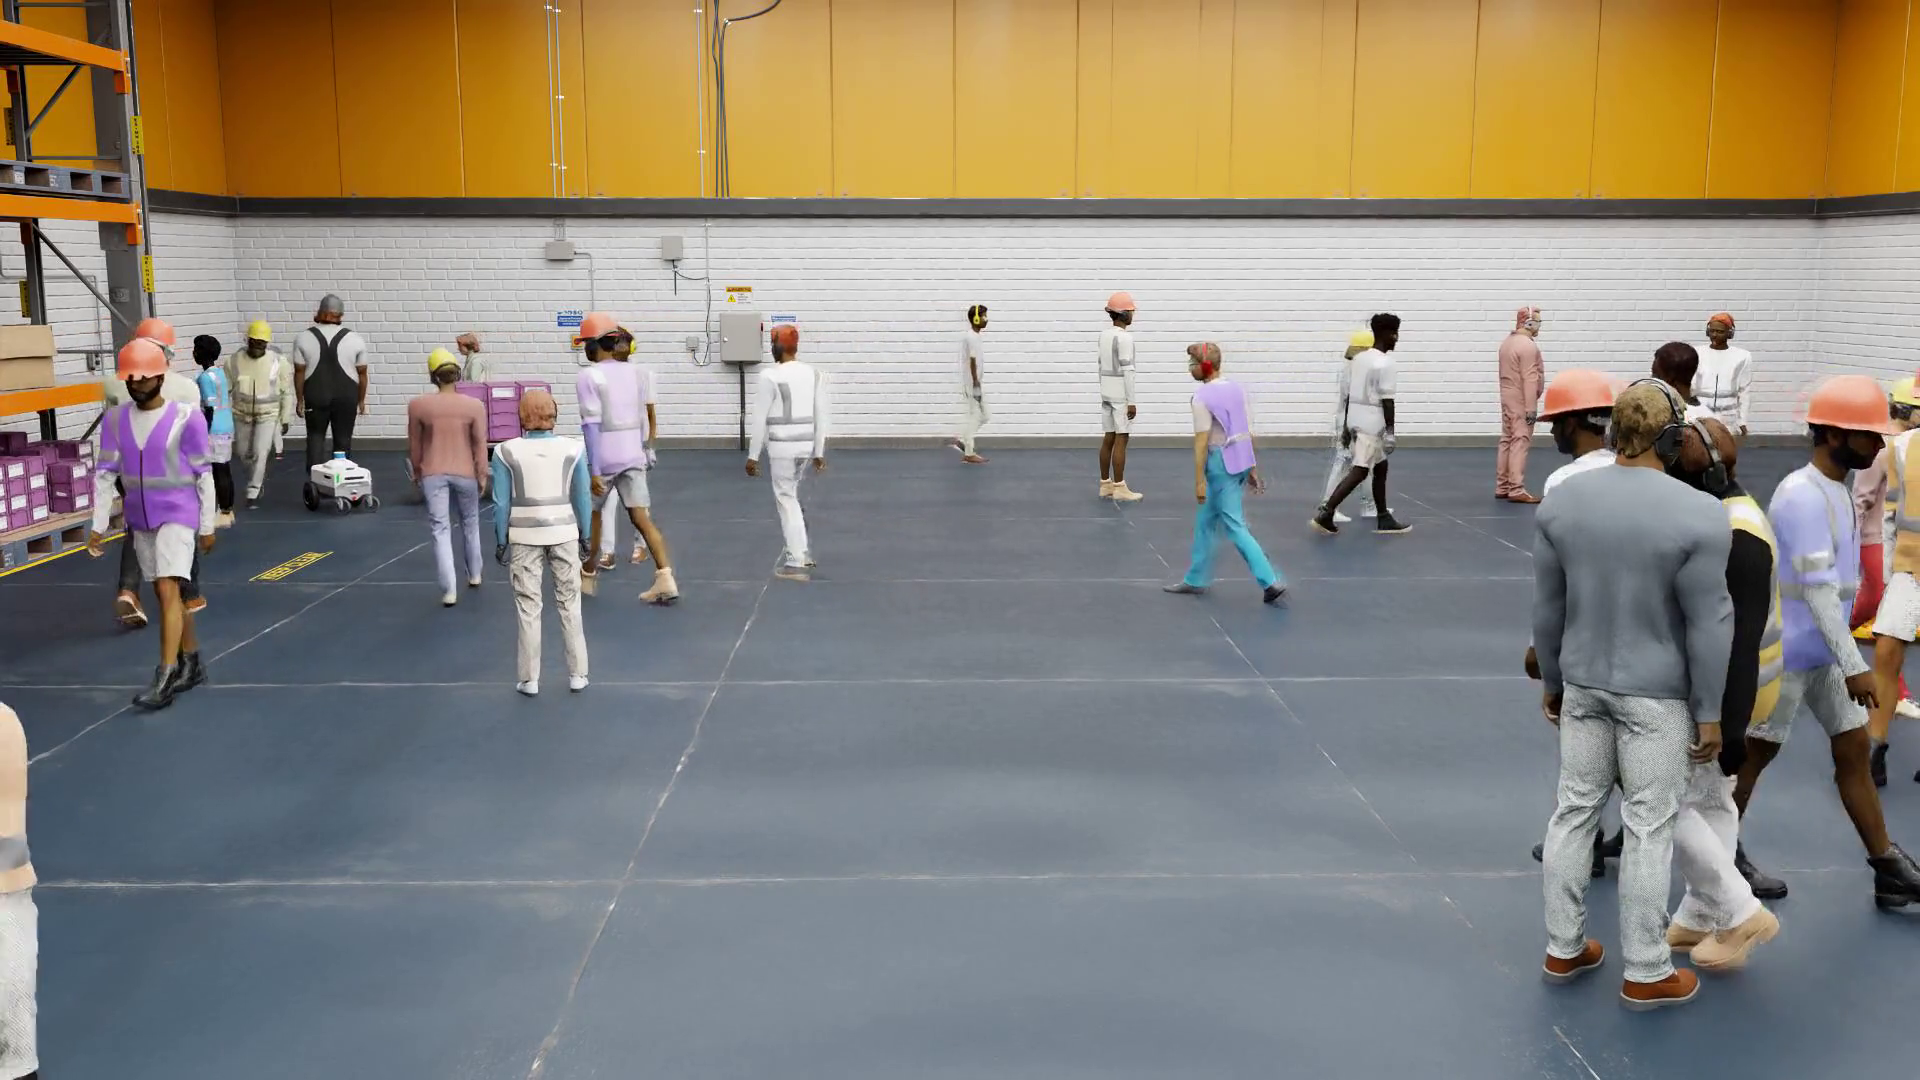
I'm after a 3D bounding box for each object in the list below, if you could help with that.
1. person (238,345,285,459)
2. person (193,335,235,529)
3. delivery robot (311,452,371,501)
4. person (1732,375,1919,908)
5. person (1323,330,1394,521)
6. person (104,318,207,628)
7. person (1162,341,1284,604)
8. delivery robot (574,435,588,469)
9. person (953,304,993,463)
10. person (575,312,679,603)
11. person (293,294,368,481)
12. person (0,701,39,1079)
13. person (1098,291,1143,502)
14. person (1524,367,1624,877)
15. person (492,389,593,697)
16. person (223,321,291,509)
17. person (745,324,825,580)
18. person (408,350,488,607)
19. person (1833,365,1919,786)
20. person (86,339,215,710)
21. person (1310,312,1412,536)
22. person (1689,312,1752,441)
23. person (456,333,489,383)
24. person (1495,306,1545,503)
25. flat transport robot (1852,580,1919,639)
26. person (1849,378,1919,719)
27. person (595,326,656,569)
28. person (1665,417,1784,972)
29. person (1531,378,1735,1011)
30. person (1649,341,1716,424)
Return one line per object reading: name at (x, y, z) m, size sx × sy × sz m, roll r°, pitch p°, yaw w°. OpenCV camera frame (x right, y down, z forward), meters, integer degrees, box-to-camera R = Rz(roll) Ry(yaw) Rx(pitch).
person at (-8.290, -1.766, 19.772) m, size 0.507 × 1.635 × 0.272 m, roll -4°, pitch 10°, yaw -23°
person at (-6.538, -0.945, 14.561) m, size 0.318 × 1.697 × 0.535 m, roll -2°, pitch 10°, yaw -13°
delivery robot at (-5.782, -0.582, 15.535) m, size 0.477 × 0.478 × 0.707 m, roll -8°, pitch 12°, yaw -39°
person at (3.068, 0.387, 5.776) m, size 0.922 × 1.892 × 0.546 m, roll 9°, pitch 13°, yaw 42°
person at (3.630, -1.009, 14.918) m, size 0.809 × 1.711 × 0.505 m, roll 0°, pitch 9°, yaw -1°
person at (-5.157, -0.432, 10.625) m, size 0.613 × 1.964 × 0.908 m, roll -1°, pitch 9°, yaw -9°
person at (1.847, -0.458, 11.328) m, size 0.902 × 1.790 × 0.612 m, roll 5°, pitch 11°, yaw 30°
delivery robot at (-3.979, -0.976, 17.950) m, size 0.707 × 0.478 × 0.477 m, roll -2°, pitch 9°, yaw -15°
person at (0.196, -1.807, 19.376) m, size 0.386 × 1.855 × 0.509 m, roll 1°, pitch 9°, yaw 8°
person at (-2.309, -0.551, 11.310) m, size 1.028 × 1.988 × 0.631 m, roll 7°, pitch 11°, yaw 35°
person at (-6.219, -1.435, 16.510) m, size 0.693 × 2.000 × 0.542 m, roll -3°, pitch 10°, yaw -17°
person at (-1.965, 0.847, 3.033) m, size 0.604 × 1.867 × 1.004 m, roll -2°, pitch 10°, yaw -14°
person at (1.564, -1.397, 16.260) m, size 0.367 × 2.048 × 0.609 m, roll -4°, pitch 10°, yaw -22°
person at (2.341, 0.315, 6.213) m, size 0.547 × 1.910 × 0.497 m, roll -8°, pitch 12°, yaw -39°
person at (-2.213, 0.017, 8.844) m, size 0.523 × 1.636 × 0.310 m, roll -3°, pitch 10°, yaw -20°
person at (-6.727, -1.204, 15.898) m, size 0.666 × 1.785 × 0.736 m, roll -3°, pitch 10°, yaw -17°
person at (-1.281, -0.641, 12.187) m, size 0.510 × 1.866 × 0.592 m, roll 7°, pitch 12°, yaw 37°
person at (-3.512, -0.440, 11.435) m, size 0.516 × 1.712 × 0.890 m, roll -3°, pitch 10°, yaw -19°
person at (4.156, 0.158, 7.132) m, size 0.842 × 1.901 × 0.569 m, roll -7°, pitch 12°, yaw -36°
person at (-4.218, -0.078, 8.622) m, size 0.546 × 1.893 × 0.885 m, roll 1°, pitch 9°, yaw 8°
person at (3.401, -0.967, 14.058) m, size 0.940 × 1.919 × 0.637 m, roll -2°, pitch 10°, yaw -13°
person at (6.666, -1.067, 14.730) m, size 0.572 × 1.885 × 0.358 m, roll 3°, pitch 10°, yaw 18°
person at (-5.096, -1.409, 17.704) m, size 0.861 × 1.598 × 0.549 m, roll -6°, pitch 11°, yaw -31°
person at (5.477, -1.315, 16.192) m, size 0.402 × 1.904 × 0.652 m, roll -1°, pitch 9°, yaw -4°
flat transport robot at (5.672, 0.393, 10.712) m, size 0.652 × 0.197 × 1.431 m, roll -1°, pitch 9°, yaw -7°
person at (4.784, 0.001, 8.678) m, size 0.521 × 1.722 × 0.832 m, roll -6°, pitch 11°, yaw -34°
person at (-2.532, -0.687, 12.561) m, size 0.518 × 1.836 × 0.878 m, roll 0°, pitch 9°, yaw 2°
person at (2.362, 0.508, 5.297) m, size 0.434 × 1.815 × 0.713 m, roll 3°, pitch 10°, yaw 19°
person at (2.062, 0.472, 5.133) m, size 0.367 × 1.939 × 0.634 m, roll -7°, pitch 12°, yaw -38°
person at (3.677, -0.050, 8.442) m, size 0.625 × 1.902 × 0.598 m, roll 9°, pitch 13°, yaw 43°
